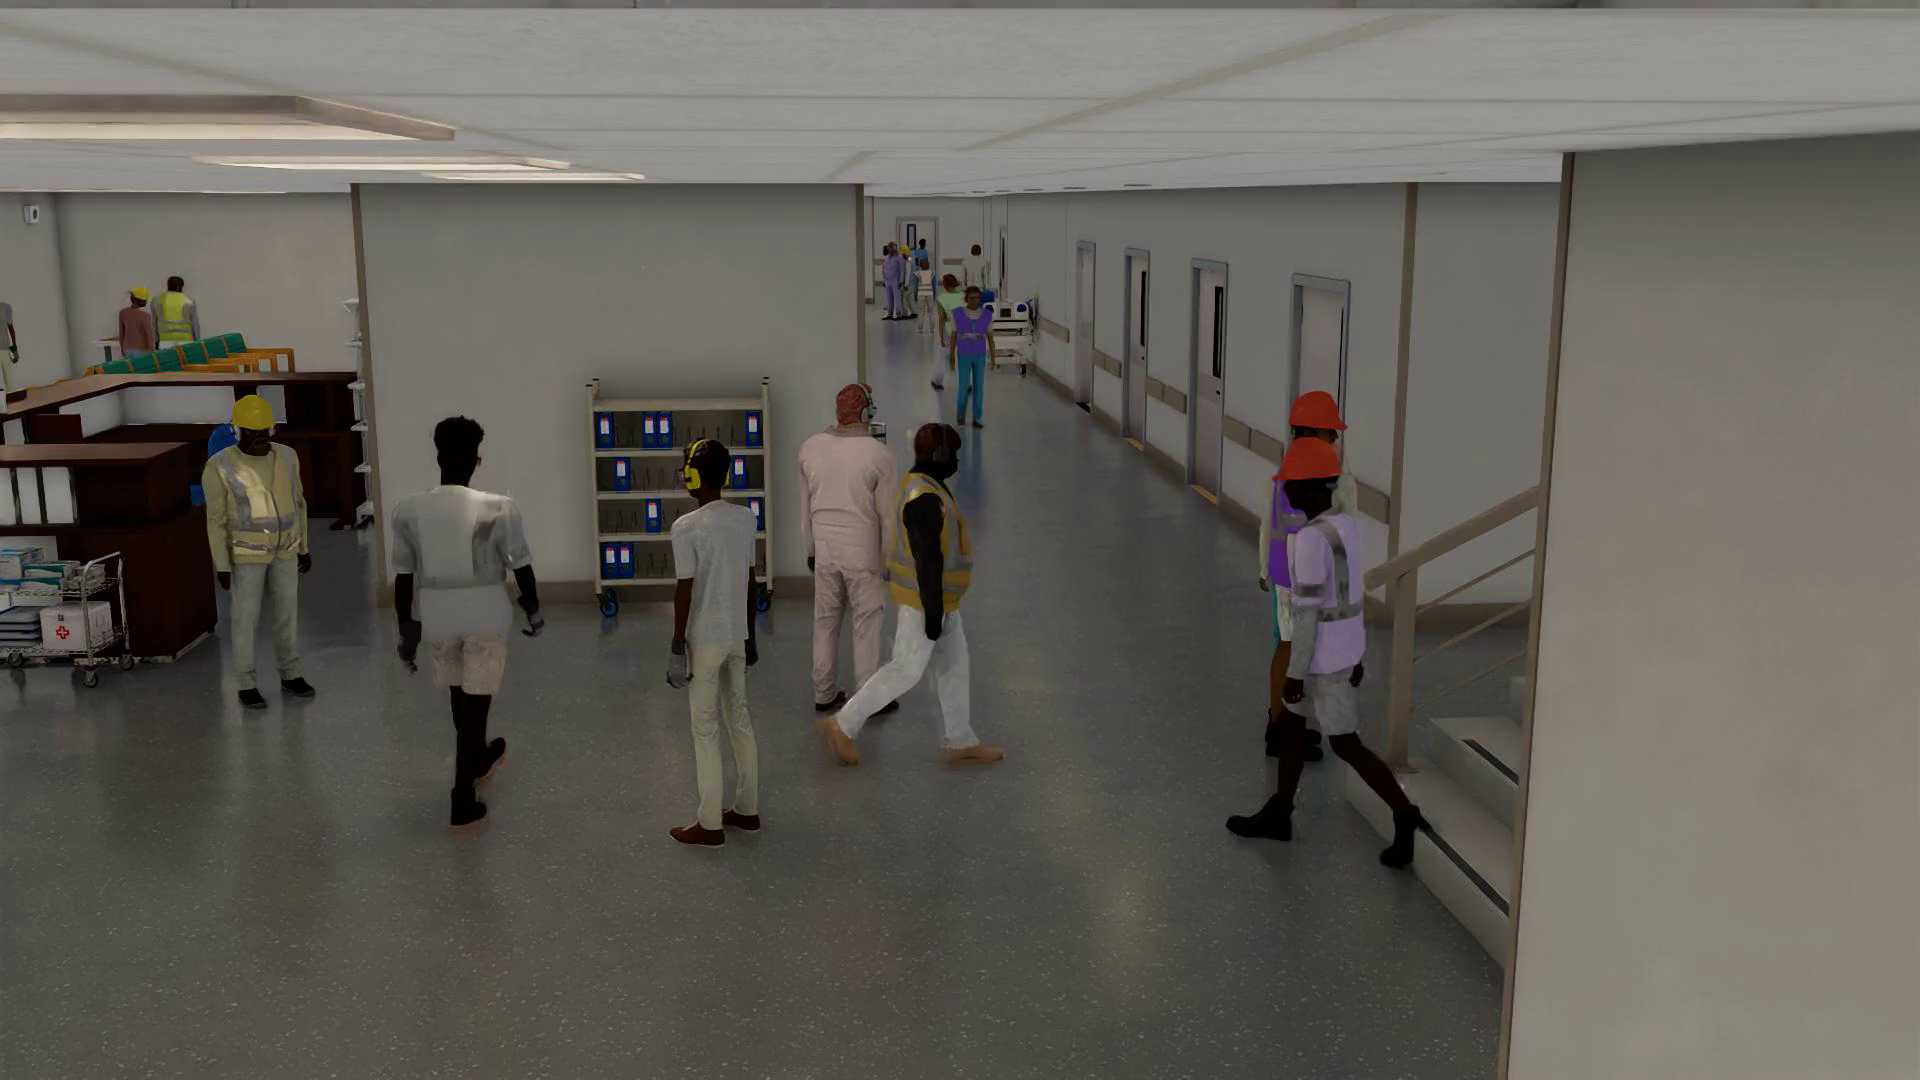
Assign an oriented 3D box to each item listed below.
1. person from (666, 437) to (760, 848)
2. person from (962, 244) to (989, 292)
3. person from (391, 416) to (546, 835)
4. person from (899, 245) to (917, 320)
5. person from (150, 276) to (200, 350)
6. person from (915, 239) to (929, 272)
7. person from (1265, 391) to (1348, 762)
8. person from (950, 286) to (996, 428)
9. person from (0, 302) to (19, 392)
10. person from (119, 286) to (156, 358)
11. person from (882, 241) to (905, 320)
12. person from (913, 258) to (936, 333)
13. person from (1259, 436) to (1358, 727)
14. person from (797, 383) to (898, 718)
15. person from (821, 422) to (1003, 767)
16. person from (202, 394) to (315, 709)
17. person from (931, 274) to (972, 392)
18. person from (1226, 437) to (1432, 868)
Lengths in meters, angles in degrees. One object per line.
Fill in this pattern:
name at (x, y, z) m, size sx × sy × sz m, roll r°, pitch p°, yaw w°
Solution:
person at (-1.118, 0.465, 7.540) m, size 0.324 × 1.862 × 0.510 m, roll 8°, pitch 14°, yaw 35°
person at (0.350, -5.600, 36.981) m, size 0.635 × 1.936 × 0.354 m, roll 4°, pitch 12°, yaw 17°
person at (-2.304, 0.356, 7.940) m, size 0.613 × 1.909 × 0.975 m, roll 2°, pitch 12°, yaw 8°
person at (-1.319, -6.296, 40.690) m, size 0.483 × 1.803 × 0.632 m, roll 0°, pitch 12°, yaw -2°
person at (-11.354, -2.906, 24.103) m, size 0.643 × 1.828 × 0.432 m, roll -4°, pitch 12°, yaw -17°
person at (-1.218, -8.681, 52.666) m, size 0.546 × 1.690 × 0.324 m, roll -10°, pitch 15°, yaw -41°
person at (1.808, 0.183, 8.723) m, size 0.375 × 1.935 × 0.551 m, roll 3°, pitch 12°, yaw 12°
person at (0.160, -2.350, 21.381) m, size 0.582 × 1.829 × 0.450 m, roll -3°, pitch 12°, yaw -15°
person at (-12.869, -2.534, 22.213) m, size 0.500 × 1.860 × 0.328 m, roll -10°, pitch 15°, yaw -41°
person at (-11.400, -2.631, 22.985) m, size 0.553 × 1.727 × 0.466 m, roll 3°, pitch 12°, yaw 15°
person at (-1.644, -6.309, 40.520) m, size 0.653 × 1.906 × 0.408 m, roll 11°, pitch 16°, yaw 43°
person at (-0.770, -5.386, 36.696) m, size 0.513 × 1.633 × 0.317 m, roll -3°, pitch 12°, yaw -13°
person at (1.923, 0.167, 9.222) m, size 0.533 × 1.767 × 0.324 m, roll 2°, pitch 12°, yaw 11°
person at (-0.597, 0.062, 9.417) m, size 0.648 × 1.901 × 0.399 m, roll 6°, pitch 13°, yaw 26°
person at (-0.258, 0.294, 8.543) m, size 0.892 × 1.802 × 0.626 m, roll 0°, pitch 12°, yaw 0°
person at (-4.031, 0.063, 9.609) m, size 0.414 × 1.822 × 0.599 m, roll 9°, pitch 14°, yaw 37°
person at (-0.100, -3.170, 25.477) m, size 0.587 × 1.795 × 0.986 m, roll -5°, pitch 13°, yaw -25°
person at (1.697, 0.496, 7.325) m, size 0.948 × 1.901 × 0.540 m, roll 5°, pitch 13°, yaw 23°
